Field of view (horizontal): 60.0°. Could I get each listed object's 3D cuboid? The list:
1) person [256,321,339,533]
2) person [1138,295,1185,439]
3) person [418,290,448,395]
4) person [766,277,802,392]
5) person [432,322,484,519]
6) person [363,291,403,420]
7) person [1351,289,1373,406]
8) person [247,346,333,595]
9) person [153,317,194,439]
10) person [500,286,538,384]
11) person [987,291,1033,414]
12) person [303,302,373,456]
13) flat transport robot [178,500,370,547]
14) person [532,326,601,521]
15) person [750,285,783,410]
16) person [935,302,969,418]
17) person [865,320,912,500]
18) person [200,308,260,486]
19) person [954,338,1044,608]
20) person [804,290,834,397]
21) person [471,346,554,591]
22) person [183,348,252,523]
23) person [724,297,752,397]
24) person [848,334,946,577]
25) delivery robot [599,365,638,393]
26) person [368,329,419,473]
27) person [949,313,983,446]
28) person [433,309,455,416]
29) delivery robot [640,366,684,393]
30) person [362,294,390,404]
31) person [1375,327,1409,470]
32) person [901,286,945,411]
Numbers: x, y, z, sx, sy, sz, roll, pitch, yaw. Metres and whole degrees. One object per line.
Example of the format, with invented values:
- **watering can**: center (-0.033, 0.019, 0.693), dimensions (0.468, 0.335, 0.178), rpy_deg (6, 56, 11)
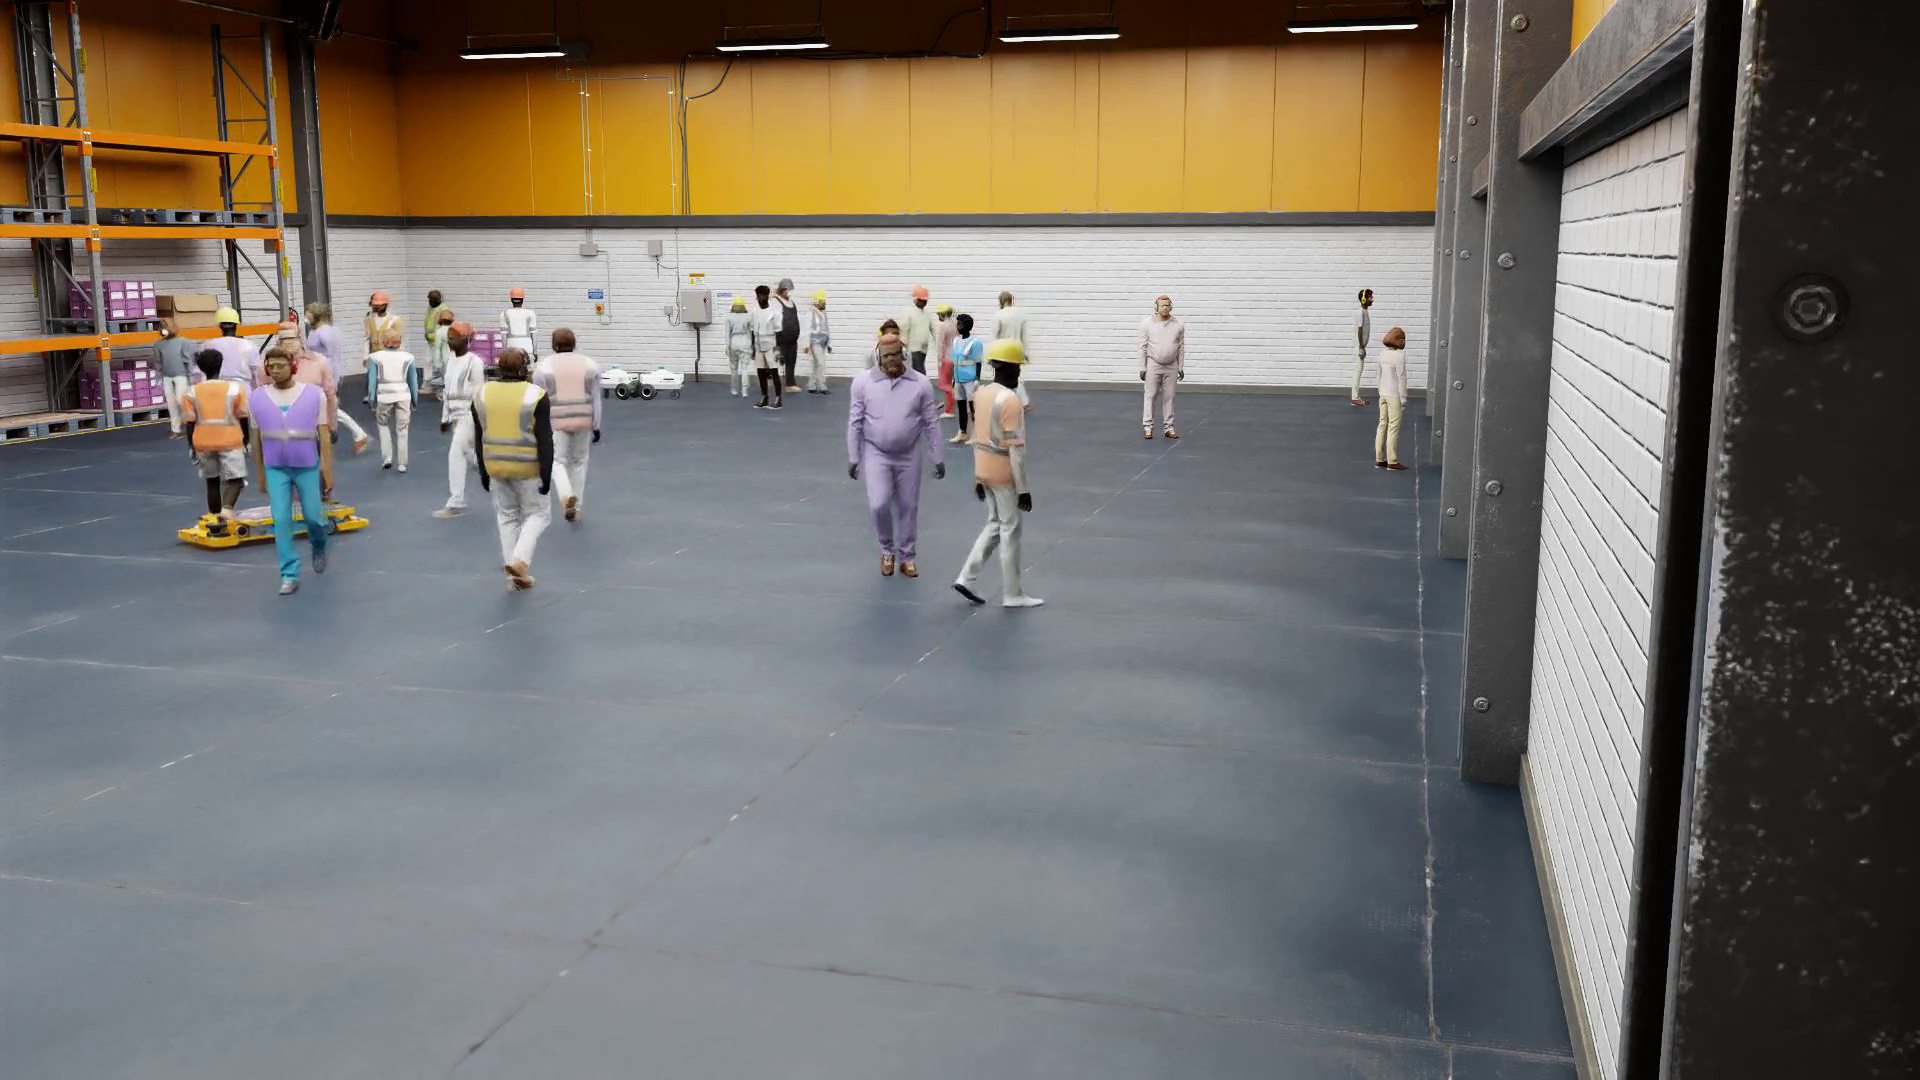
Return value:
- **person**: center (-5.923, -1.011, 14.903), dimensions (0.671, 1.893, 0.418), rpy_deg (-4, 11, -20)
- **person**: center (2.689, -2.294, 22.124), dimensions (0.641, 1.908, 0.407), rpy_deg (-2, 10, -11)
- **person**: center (-9.067, -3.375, 28.546), dimensions (0.690, 1.802, 0.736), rpy_deg (10, 14, 43)
- **person**: center (-3.113, -3.593, 29.095), dimensions (0.693, 2.000, 0.692), rpy_deg (6, 12, 31)
- **person**: center (-4.657, -1.157, 15.850), dimensions (0.858, 1.854, 0.576), rpy_deg (-8, 13, -39)
- **person**: center (-8.563, -2.771, 24.862), dimensions (0.553, 1.903, 0.941), rpy_deg (3, 10, 14)
- **person**: center (6.494, -3.103, 26.812), dimensions (0.335, 1.872, 0.550), rpy_deg (3, 10, 17)
- **person**: center (-4.964, -0.540, 12.397), dimensions (0.576, 1.831, 0.655), rpy_deg (-2, 10, -12)
- **person**: center (-10.442, -2.139, 22.051), dimensions (0.519, 1.617, 0.347), rpy_deg (1, 10, 4)
- **person**: center (-6.756, -2.911, 25.526), dimensions (0.542, 1.939, 0.359), rpy_deg (-2, 10, -13)
- **person**: center (0.784, -2.829, 25.249), dimensions (0.659, 1.887, 1.044), rpy_deg (-9, 13, -41)
- **person**: center (-7.587, -1.915, 20.006), dimensions (0.952, 1.909, 0.642), rpy_deg (-7, 12, -34)
- **flat transport robot**: center (-6.032, -0.159, 14.657), dimensions (0.652, 0.197, 1.431), rpy_deg (9, 13, 40)
- **person**: center (-3.604, -1.050, 15.329), dimensions (0.637, 1.825, 0.687), rpy_deg (-5, 11, -24)
- **person**: center (-3.046, -3.019, 26.115), dimensions (0.608, 1.947, 0.380), rpy_deg (7, 12, 36)
- **person**: center (-0.122, -2.642, 24.573), dimensions (0.539, 1.743, 0.518), rpy_deg (5, 11, 25)
- **person**: center (-0.707, -1.339, 16.986), dimensions (0.541, 1.812, 1.021), rpy_deg (-4, 11, -22)
- **person**: center (-7.752, -1.525, 17.813), dimensions (0.602, 1.892, 0.836), rpy_deg (-1, 10, -7)
- **person**: center (0.289, -0.460, 11.707), dimensions (0.520, 1.922, 0.604), rpy_deg (-4, 11, -23)
- **person**: center (-2.329, -3.339, 28.303), dimensions (0.713, 1.804, 0.626), rpy_deg (4, 11, 23)
- **person**: center (-3.277, -0.505, 12.229), dimensions (0.628, 1.829, 0.518), rpy_deg (2, 10, 11)
- **person**: center (-6.417, -0.811, 14.345), dimensions (0.532, 1.678, 0.602), rpy_deg (-2, 10, -9)
- **person**: center (-3.770, -3.306, 28.439), dimensions (0.491, 1.698, 0.874), rpy_deg (-1, 10, -6)
- **person**: center (-0.481, -0.635, 12.788), dimensions (0.766, 1.884, 0.467), rpy_deg (-1, 10, -7)
- **delivery robot**: center (-5.782, -2.694, 27.946), dimensions (0.707, 0.478, 0.477), rpy_deg (3, 10, 17)
- **person**: center (-6.415, -1.578, 18.848), dimensions (0.552, 1.618, 0.505), rpy_deg (-4, 11, -22)
- **person**: center (0.077, -2.059, 21.382), dimensions (0.317, 1.695, 0.540), rpy_deg (-8, 13, -39)
- **person**: center (-7.665, -2.663, 25.041), dimensions (0.407, 1.608, 0.591), rpy_deg (7, 12, 34)
- **delivery robot**: center (-4.984, -2.676, 27.841), dimensions (0.707, 0.478, 0.477), rpy_deg (-1, 10, -5)
- **person**: center (-9.546, -3.152, 27.361), dimensions (0.496, 1.785, 0.966), rpy_deg (0, 10, 3)
- **person**: center (4.959, -1.618, 19.066), dimensions (0.289, 1.633, 0.499), rpy_deg (-4, 11, -19)
- **person**: center (-0.558, -2.935, 25.670), dimensions (1.042, 1.923, 0.630), rpy_deg (8, 13, 38)
